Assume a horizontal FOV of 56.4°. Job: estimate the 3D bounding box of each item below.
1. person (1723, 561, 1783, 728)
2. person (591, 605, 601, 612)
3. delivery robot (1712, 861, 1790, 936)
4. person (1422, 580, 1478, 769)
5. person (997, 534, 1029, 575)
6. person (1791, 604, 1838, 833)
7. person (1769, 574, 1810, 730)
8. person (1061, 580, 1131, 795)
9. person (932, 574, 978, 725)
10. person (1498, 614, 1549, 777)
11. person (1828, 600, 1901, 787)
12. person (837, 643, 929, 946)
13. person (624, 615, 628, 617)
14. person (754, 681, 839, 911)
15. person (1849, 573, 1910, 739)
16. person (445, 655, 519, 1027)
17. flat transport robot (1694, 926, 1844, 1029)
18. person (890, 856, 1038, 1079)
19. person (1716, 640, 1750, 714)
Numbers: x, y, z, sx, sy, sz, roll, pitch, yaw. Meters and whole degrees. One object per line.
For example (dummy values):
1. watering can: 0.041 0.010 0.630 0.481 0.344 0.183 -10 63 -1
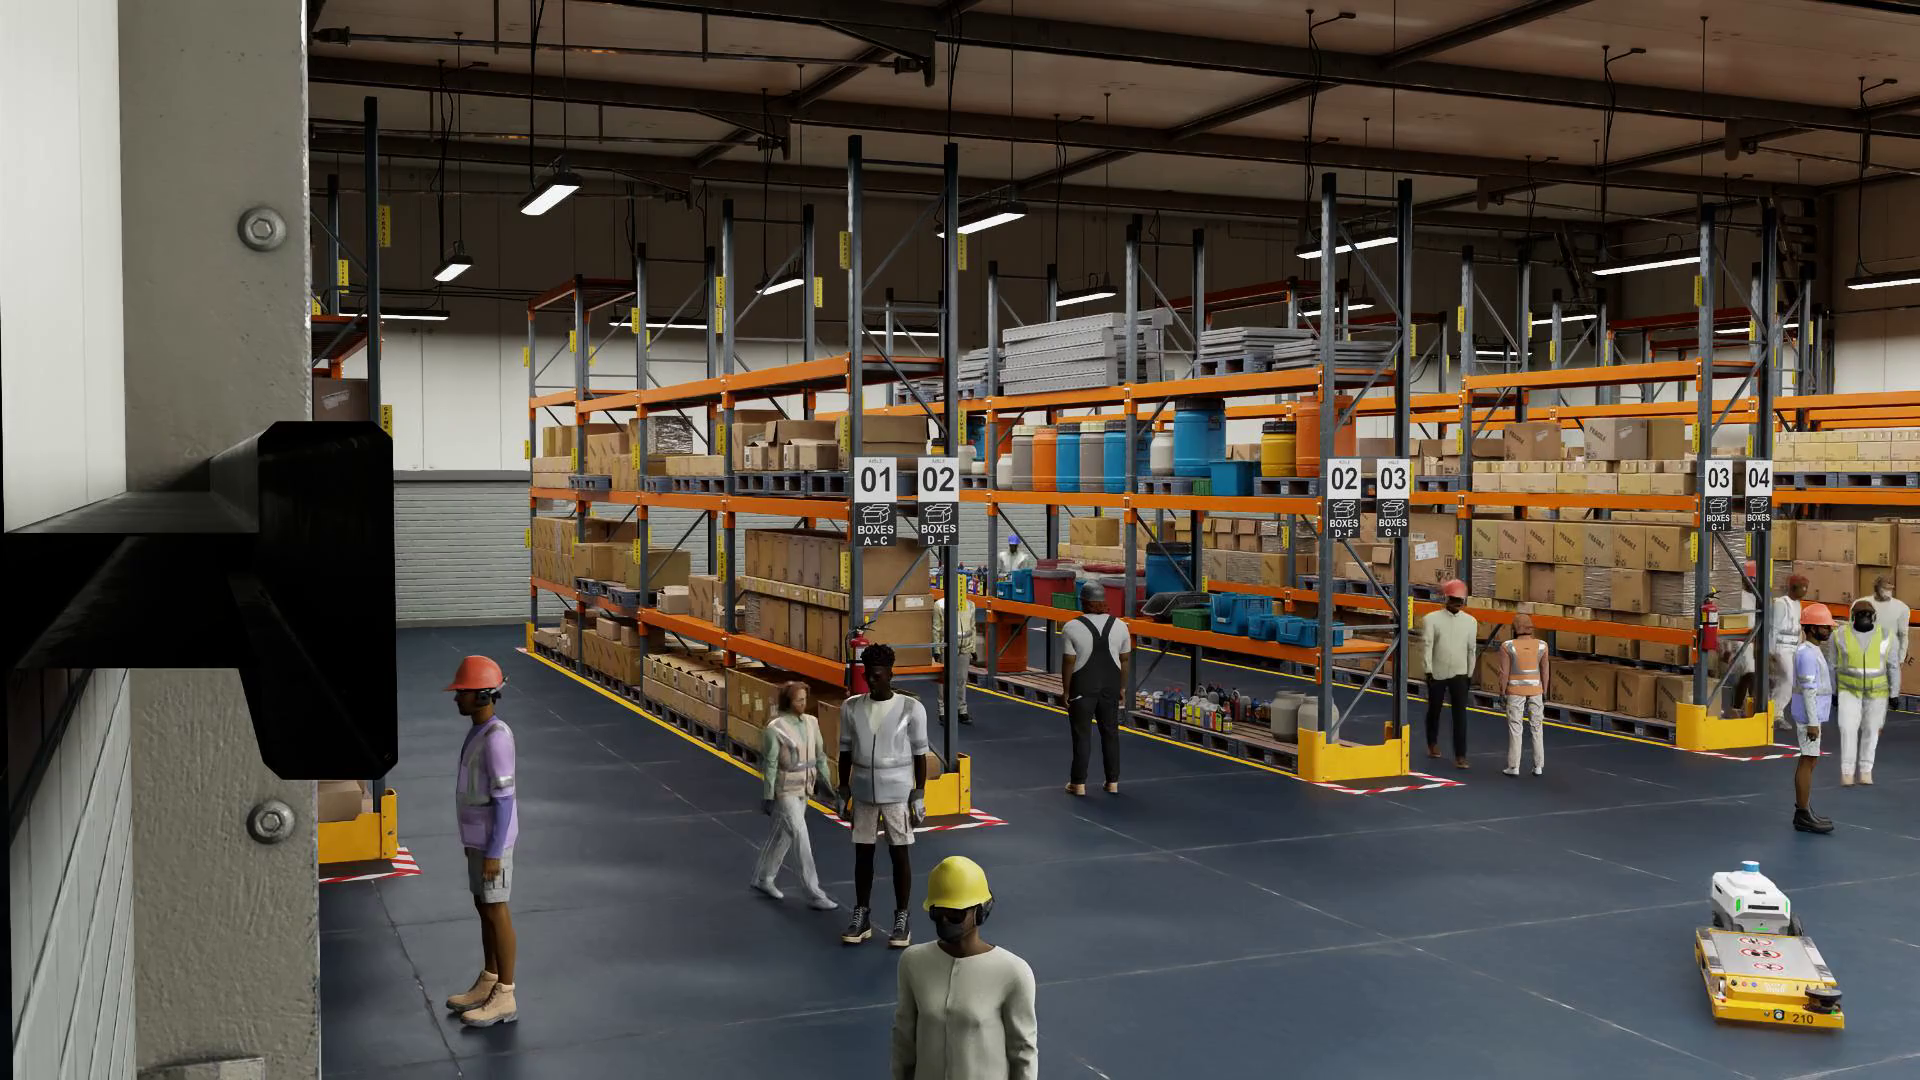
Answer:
1. person: 9.430 1.260 21.142 0.635 2.000 0.983 -1 2 -20
2. person: -6.664 1.020 31.820 0.751 1.667 0.540 -1 3 -32
3. delivery robot: 5.095 2.317 11.552 0.477 0.478 0.707 0 2 11
4. person: 5.161 1.380 18.966 0.611 1.951 1.020 0 2 2
5. person: 0.963 0.848 32.838 0.633 1.925 0.518 0 2 12
6. person: 7.333 1.514 15.386 0.356 1.939 0.543 1 2 25
7. person: 9.804 1.329 21.243 0.492 1.855 0.661 2 3 45
8. person: 1.260 1.417 17.141 0.689 2.000 0.539 -1 2 -17
9. person: -0.053 1.325 21.790 0.589 1.822 0.403 -1 2 -25
10. person: 5.672 1.560 18.028 0.514 1.640 0.310 0 2 -3
11. person: 8.775 1.498 17.378 0.637 1.804 0.866 1 2 23
12. person: -0.513 1.643 11.643 0.613 1.963 0.362 1 2 16
13. person: -5.715 0.900 31.449 0.373 1.935 0.628 0 2 10
14. person: -1.177 1.786 12.683 0.851 1.597 0.523 1 3 33
15. person: 10.714 1.325 20.896 0.640 1.904 0.993 1 3 33
16. person: -2.677 1.666 10.036 0.385 2.045 0.605 -1 2 -26
17. flat transport robot: 4.720 2.542 10.520 0.652 0.197 1.431 1 2 18
18. person: 0.000 1.954 6.105 0.533 1.767 0.313 1 2 23
19. person: 9.679 1.416 22.431 0.505 1.587 0.848 0 2 -5
